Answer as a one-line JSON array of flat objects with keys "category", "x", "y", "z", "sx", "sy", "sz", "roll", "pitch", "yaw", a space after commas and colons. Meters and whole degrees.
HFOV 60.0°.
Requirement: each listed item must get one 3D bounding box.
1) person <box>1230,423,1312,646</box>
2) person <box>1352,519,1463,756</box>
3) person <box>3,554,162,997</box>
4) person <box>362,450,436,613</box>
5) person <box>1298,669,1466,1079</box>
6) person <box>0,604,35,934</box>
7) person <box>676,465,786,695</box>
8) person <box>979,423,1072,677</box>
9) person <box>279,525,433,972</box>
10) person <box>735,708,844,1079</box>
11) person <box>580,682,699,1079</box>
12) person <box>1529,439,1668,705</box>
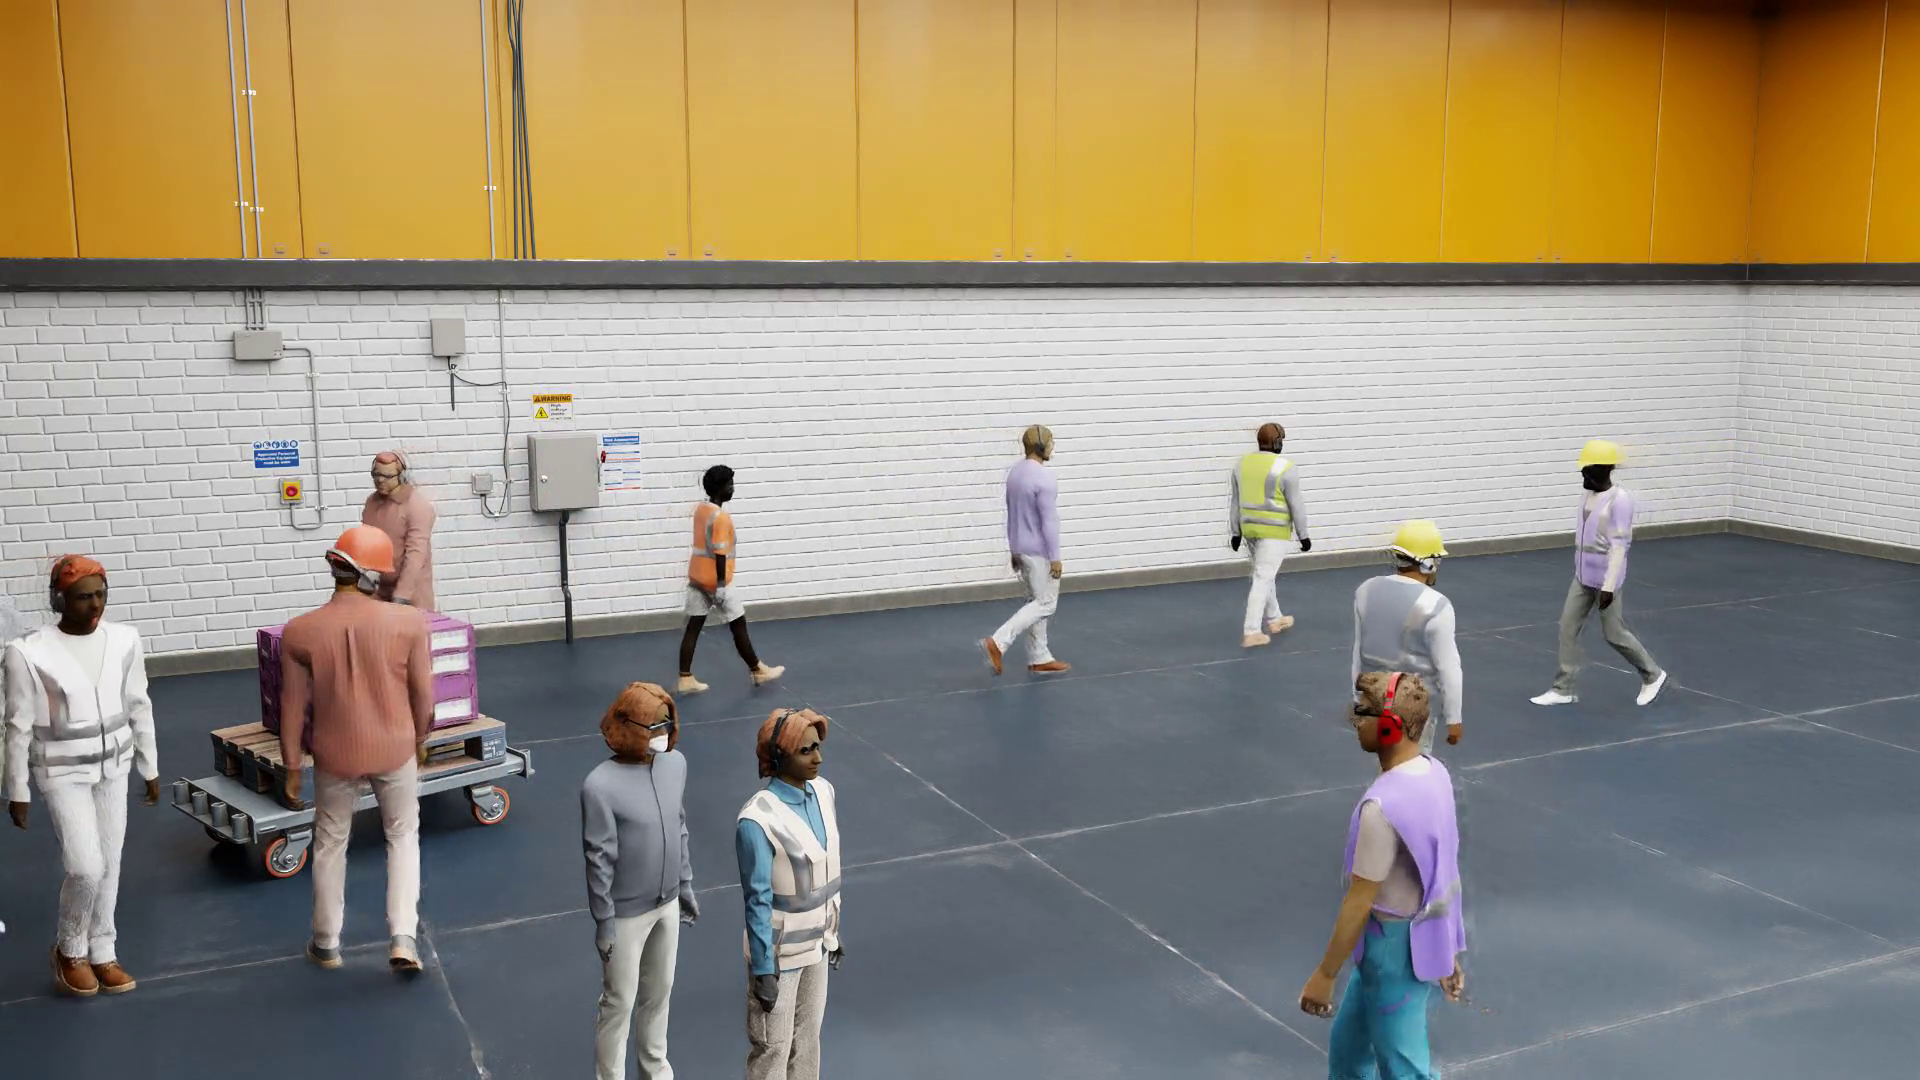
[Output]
[{"category": "person", "x": 2.606, "y": -0.058, "z": 13.665, "sx": 0.887, "sy": 1.806, "sz": 0.633, "roll": -7, "pitch": 11, "yaw": -36}, {"category": "person", "x": 2.273, "y": 0.793, "z": 8.343, "sx": 0.496, "sy": 1.811, "sz": 0.616, "roll": -6, "pitch": 11, "yaw": -31}, {"category": "person", "x": -3.612, "y": 0.991, "z": 6.916, "sx": 0.414, "sy": 1.873, "sz": 0.588, "roll": 5, "pitch": 10, "yaw": 29}, {"category": "person", "x": -3.818, "y": 0.333, "z": 11.075, "sx": 0.656, "sy": 1.850, "sz": 0.988, "roll": 5, "pitch": 10, "yaw": 29}, {"category": "person", "x": 1.428, "y": 1.305, "z": 5.189, "sx": 0.874, "sy": 1.817, "sz": 0.561, "roll": 5, "pitch": 10, "yaw": 27}, {"category": "person", "x": -4.378, "y": 0.924, "z": 7.443, "sx": 0.756, "sy": 1.841, "sz": 0.550, "roll": 9, "pitch": 13, "yaw": 43}, {"category": "person", "x": -1.683, "y": 0.280, "z": 11.988, "sx": 0.851, "sy": 1.650, "sz": 0.548, "roll": -6, "pitch": 11, "yaw": -33}, {"category": "person", "x": 0.489, "y": 0.096, "z": 12.356, "sx": 0.704, "sy": 1.923, "sz": 0.644, "roll": -4, "pitch": 10, "yaw": -21}, {"category": "person", "x": -2.577, "y": 0.919, "z": 7.120, "sx": 0.654, "sy": 1.959, "sz": 0.629, "roll": -3, "pitch": 10, "yaw": -16}, {"category": "person", "x": -0.549, "y": 1.349, "z": 5.442, "sx": 0.307, "sy": 1.641, "sz": 0.514, "roll": 4, "pitch": 10, "yaw": 23}, {"category": "person", "x": -1.107, "y": 1.291, "z": 5.819, "sx": 0.289, "sy": 1.633, "sz": 0.497, "roll": 5, "pitch": 11, "yaw": 30}, {"category": "person", "x": 4.505, "y": 0.238, "z": 11.564, "sx": 0.899, "sy": 1.893, "sz": 0.588, "roll": -2, "pitch": 9, "yaw": -12}]
